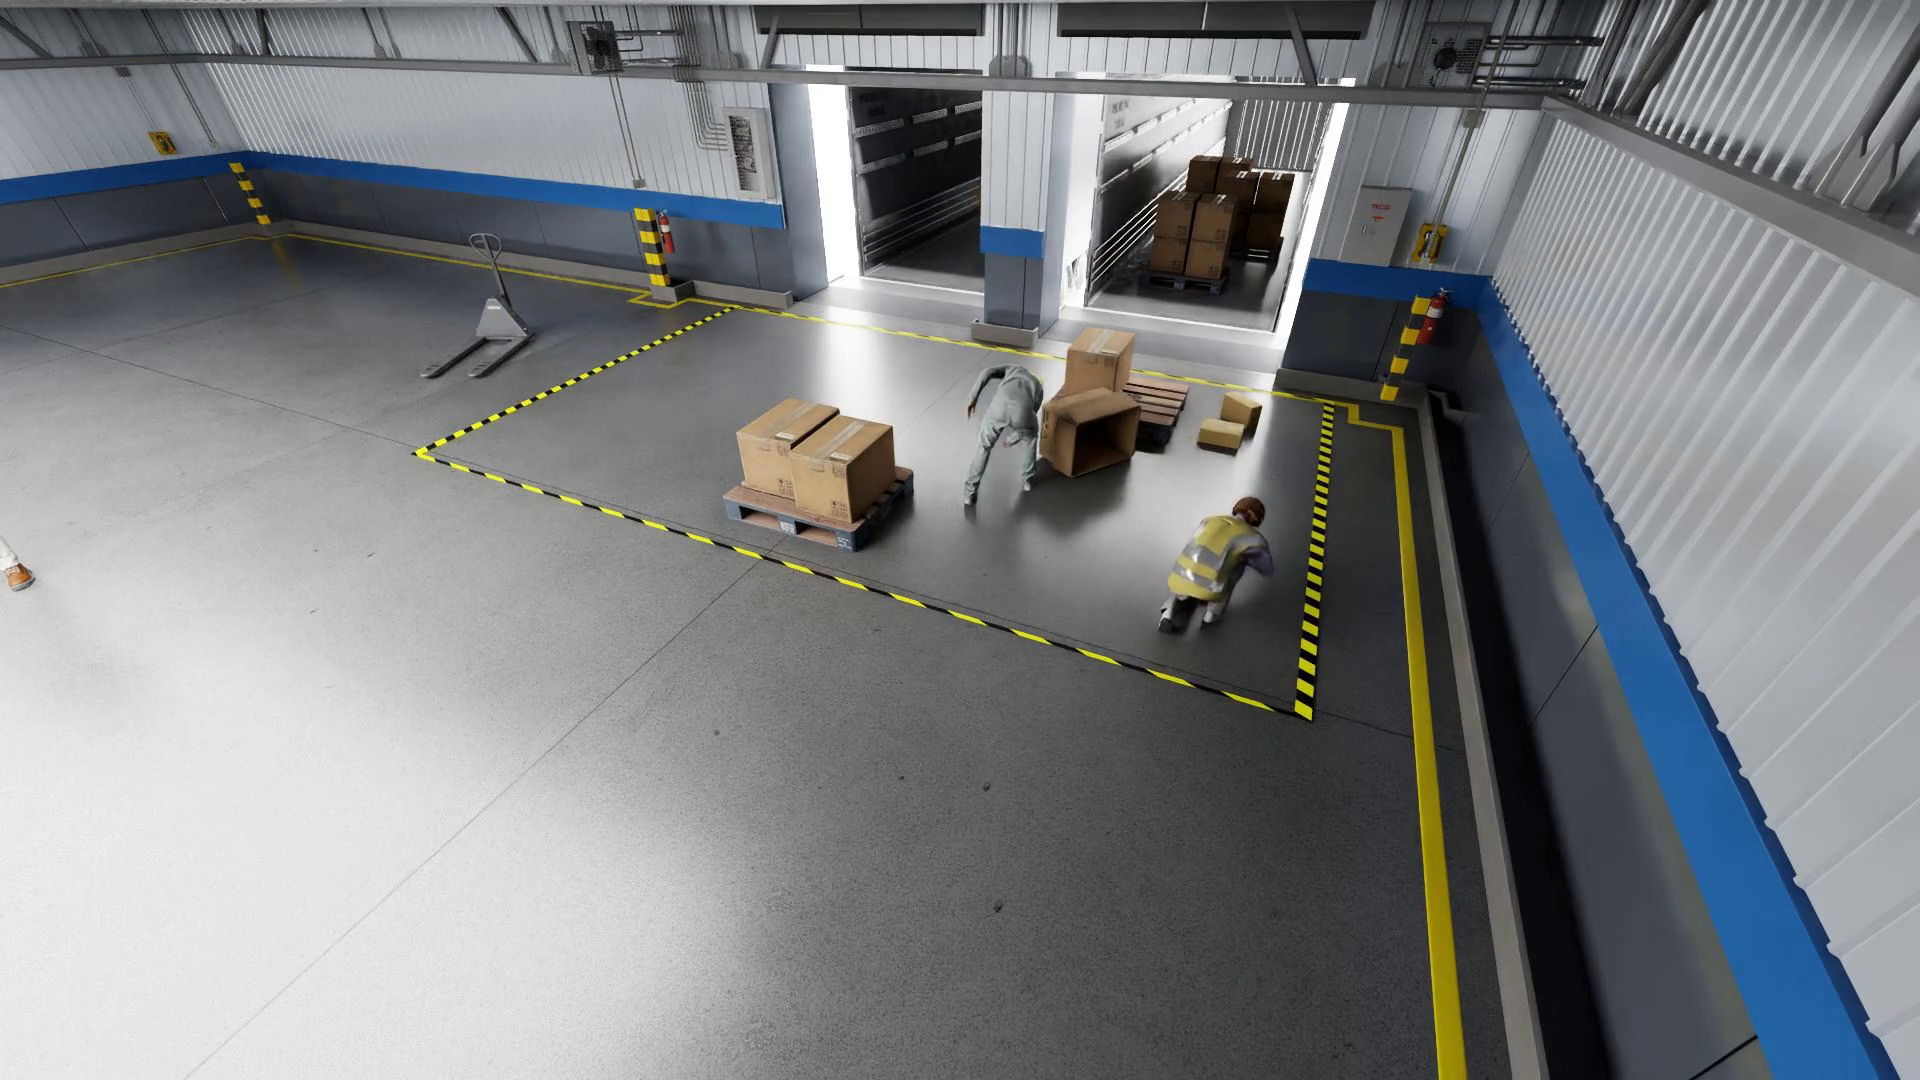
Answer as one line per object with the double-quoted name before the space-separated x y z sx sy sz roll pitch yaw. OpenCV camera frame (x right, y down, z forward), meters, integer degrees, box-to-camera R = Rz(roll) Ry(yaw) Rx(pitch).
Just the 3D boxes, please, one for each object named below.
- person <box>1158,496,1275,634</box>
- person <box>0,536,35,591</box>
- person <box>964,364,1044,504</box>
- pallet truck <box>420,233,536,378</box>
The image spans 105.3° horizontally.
"person" 1.668 0.207 4.768 0.885 0.798 0.523 -28 44 -34
"person" -6.823 -0.445 4.633 0.603 1.949 0.386 -26 43 -32
"person" 0.372 -0.940 6.087 0.654 1.076 0.841 1 35 1
"pallet truck" -5.664 -2.712 8.427 0.680 1.201 1.601 0 35 -1
